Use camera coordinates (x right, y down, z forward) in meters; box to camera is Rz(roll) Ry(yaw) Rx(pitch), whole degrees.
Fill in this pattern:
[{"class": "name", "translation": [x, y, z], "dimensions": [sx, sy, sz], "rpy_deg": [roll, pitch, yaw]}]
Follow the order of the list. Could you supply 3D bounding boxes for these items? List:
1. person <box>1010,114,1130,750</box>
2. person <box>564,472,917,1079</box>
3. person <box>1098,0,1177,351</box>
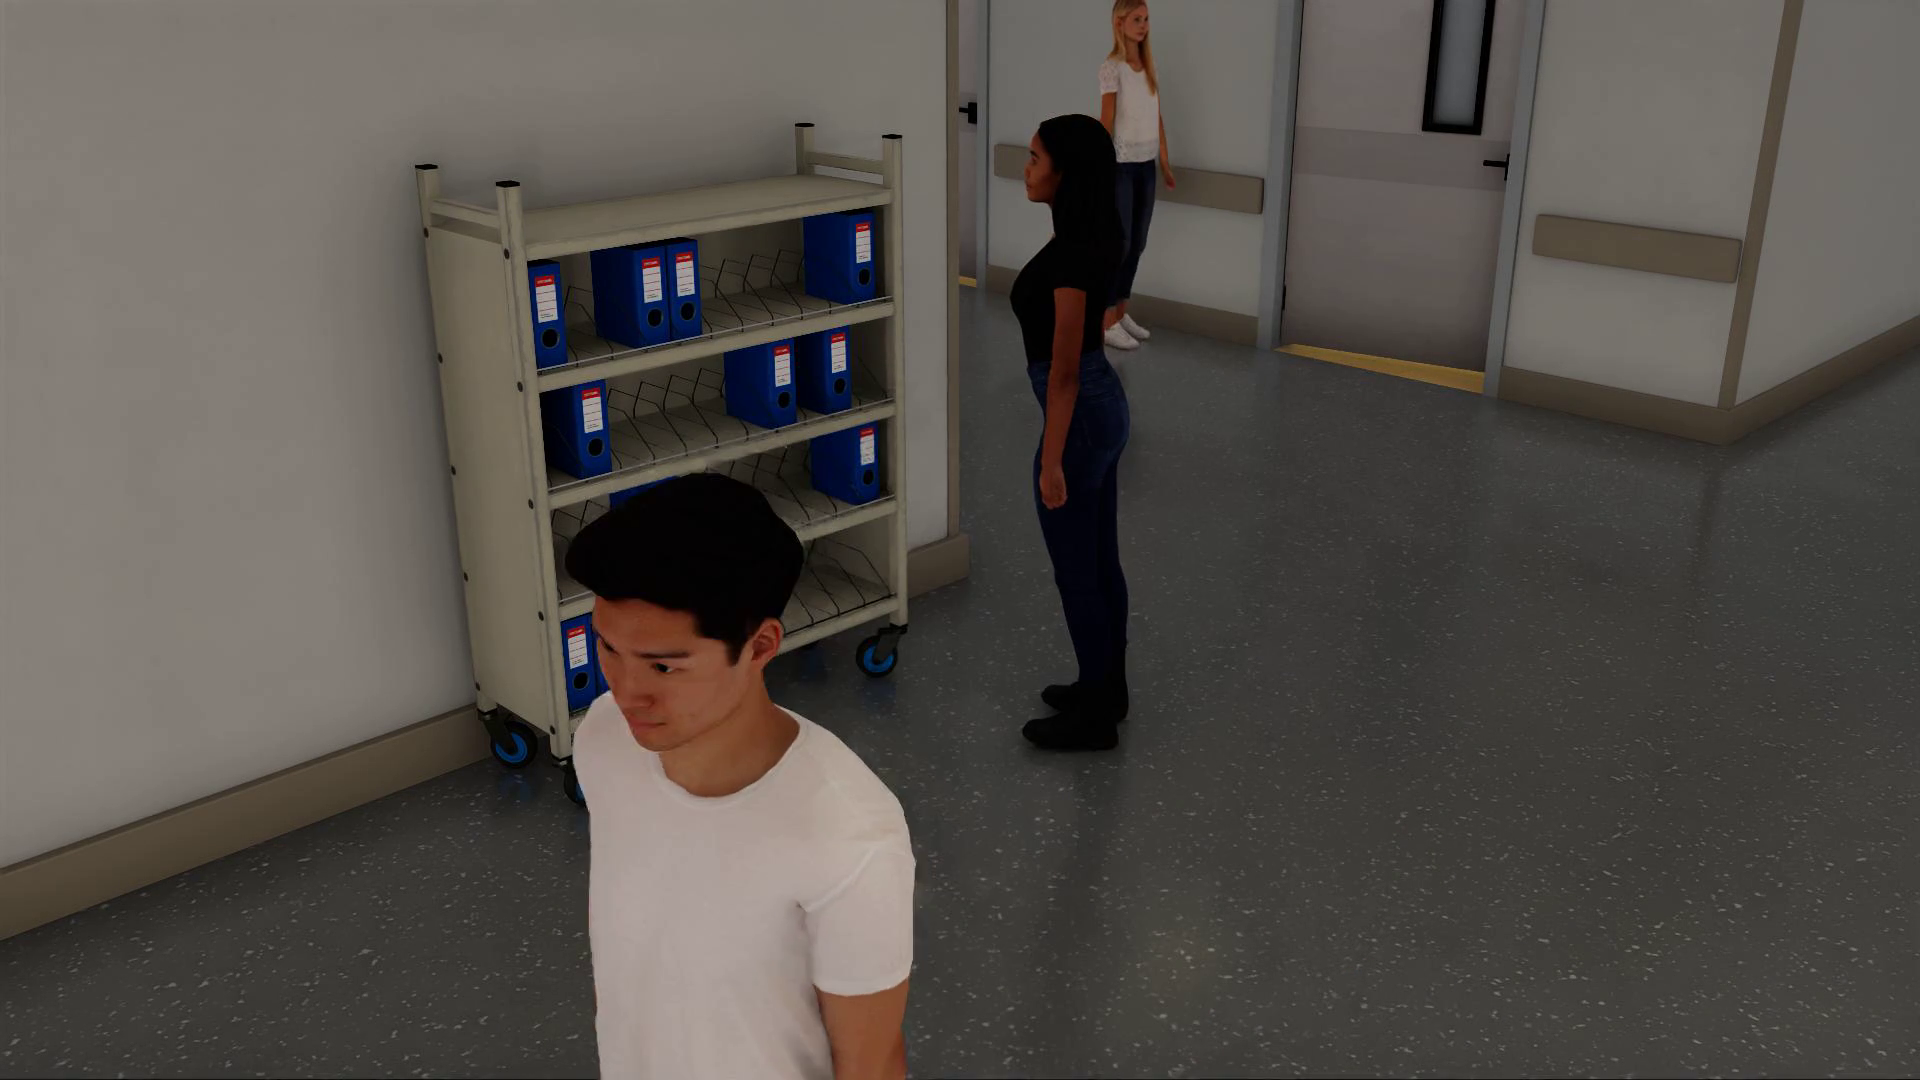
[{"class": "person", "translation": [0.330, -0.269, 4.516], "dimensions": [0.720, 1.732, 0.631], "rpy_deg": [6, 22, 16]}, {"class": "person", "translation": [-0.202, 0.677, 2.028], "dimensions": [0.845, 1.693, 0.686], "rpy_deg": [-17, 27, -38]}, {"class": "person", "translation": [0.872, -1.959, 8.871], "dimensions": [0.677, 1.807, 0.530], "rpy_deg": [18, 27, 38]}]
